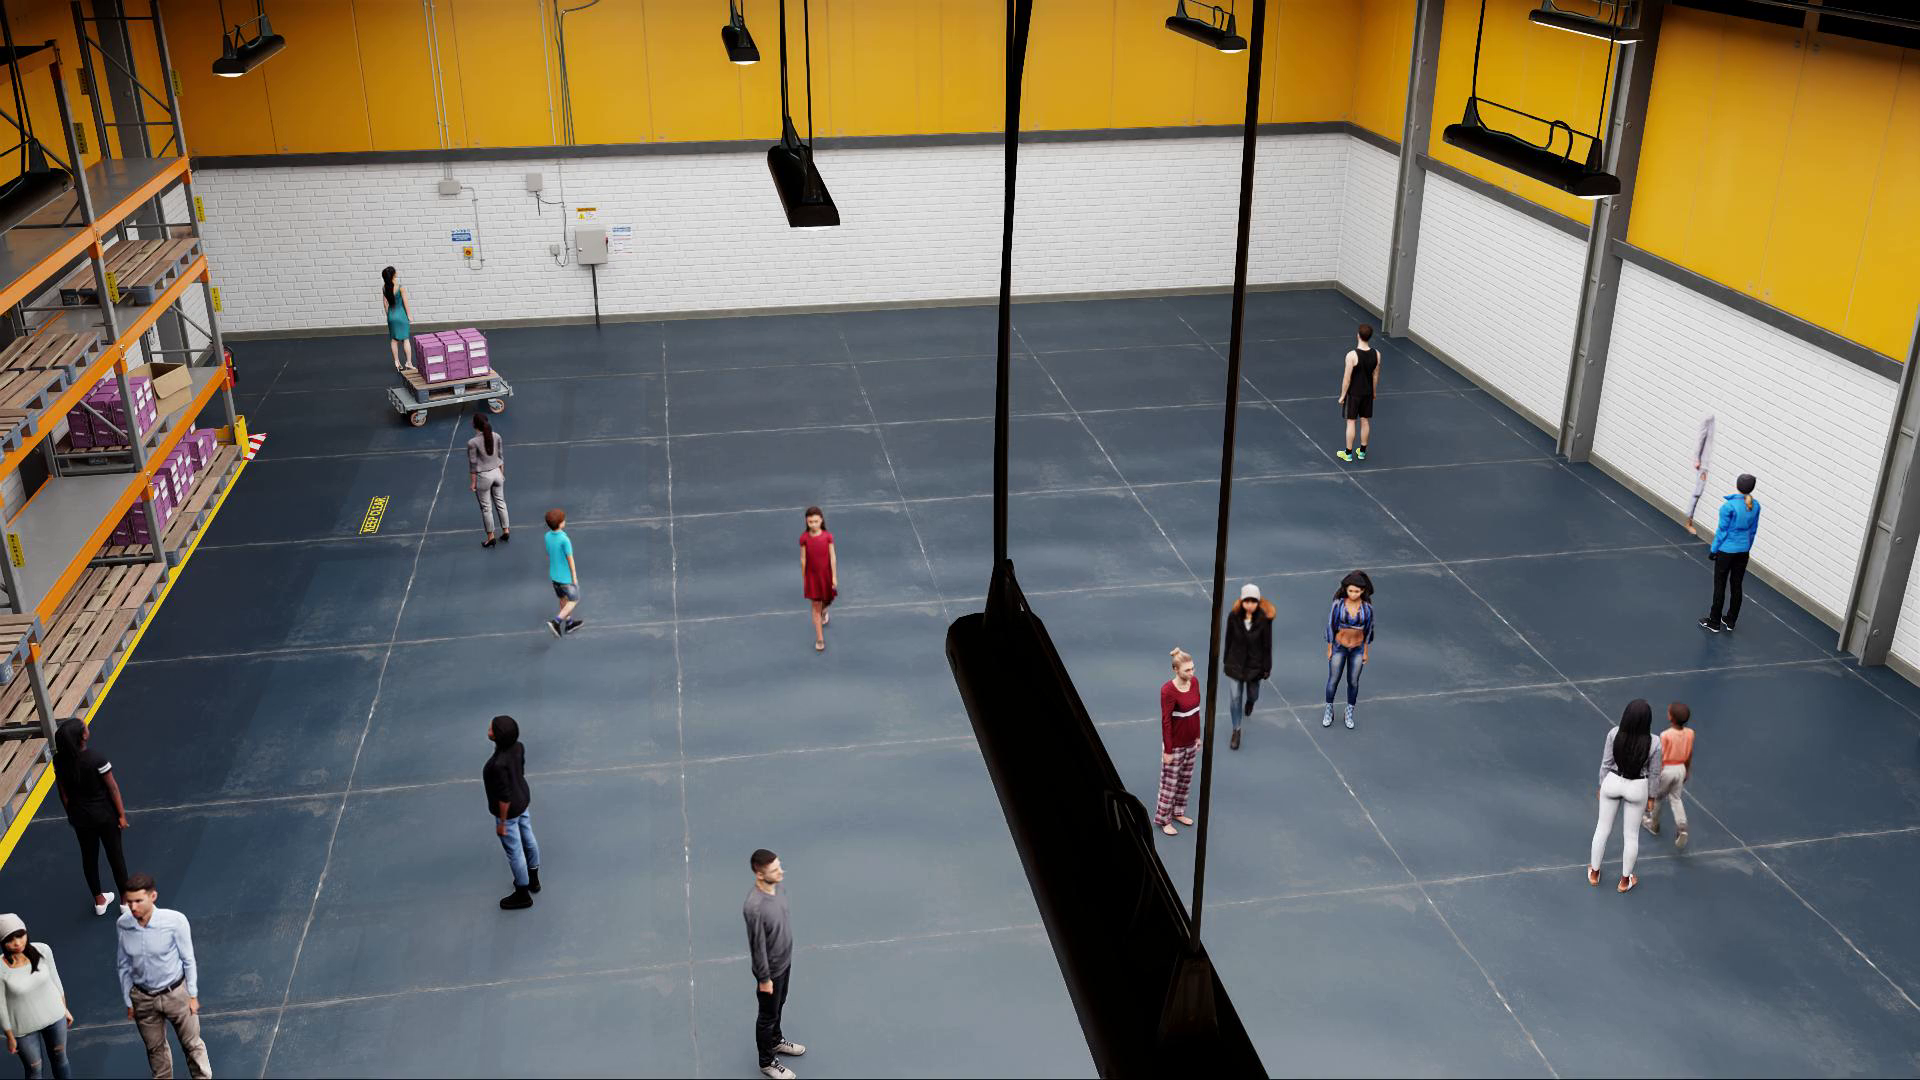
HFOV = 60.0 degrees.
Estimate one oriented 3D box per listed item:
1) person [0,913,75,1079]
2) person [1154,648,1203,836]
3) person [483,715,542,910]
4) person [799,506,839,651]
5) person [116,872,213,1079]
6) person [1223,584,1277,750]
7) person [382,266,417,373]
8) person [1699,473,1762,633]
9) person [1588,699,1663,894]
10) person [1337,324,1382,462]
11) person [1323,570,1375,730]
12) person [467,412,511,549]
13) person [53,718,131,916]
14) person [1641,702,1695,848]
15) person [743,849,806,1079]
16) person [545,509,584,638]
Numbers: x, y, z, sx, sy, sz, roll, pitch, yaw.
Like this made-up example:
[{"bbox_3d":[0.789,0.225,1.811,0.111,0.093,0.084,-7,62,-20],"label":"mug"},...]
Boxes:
[{"bbox_3d":[-6.099,3.167,10.974,0.693,1.645,0.640,17,29,34],"label":"person"},{"bbox_3d":[1.880,1.712,14.236,0.686,1.698,0.690,-20,31,-39],"label":"person"},{"bbox_3d":[-3.560,2.144,13.244,0.700,1.701,0.582,4,24,9],"label":"person"},{"bbox_3d":[-1.487,0.344,17.581,0.532,1.525,0.969,-4,24,-8],"label":"person"},{"bbox_3d":[-5.309,3.015,11.068,0.647,1.848,0.611,-3,24,-6],"label":"person"},{"bbox_3d":[2.694,1.134,15.656,0.832,1.619,1.010,6,24,13],"label":"person"},{"bbox_3d":[-8.835,-3.476,26.118,0.612,1.686,0.574,3,24,8],"label":"person"},{"bbox_3d":[8.242,0.130,17.732,0.621,1.795,0.521,-3,24,-6],"label":"person"},{"bbox_3d":[5.376,2.042,13.447,0.677,1.725,0.713,12,26,26],"label":"person"},{"bbox_3d":[5.398,-1.991,22.465,0.687,1.892,0.588,-6,24,-13],"label":"person"},{"bbox_3d":[3.702,1.045,15.863,0.674,1.616,0.667,5,24,11],"label":"person"},{"bbox_3d":[-5.627,-0.718,19.820,0.767,1.677,0.723,19,30,37],"label":"person"},{"bbox_3d":[-6.842,2.174,13.140,0.655,1.729,0.615,1,24,2],"label":"person"},{"bbox_3d":[6.049,1.998,14.087,0.484,1.294,0.786,-3,24,-7],"label":"person"},{"bbox_3d":[-1.304,2.894,11.453,0.748,1.761,0.606,5,24,10],"label":"person"},{"bbox_3d":[-4.258,0.367,17.630,0.781,1.443,0.842,15,28,31],"label":"person"}]
